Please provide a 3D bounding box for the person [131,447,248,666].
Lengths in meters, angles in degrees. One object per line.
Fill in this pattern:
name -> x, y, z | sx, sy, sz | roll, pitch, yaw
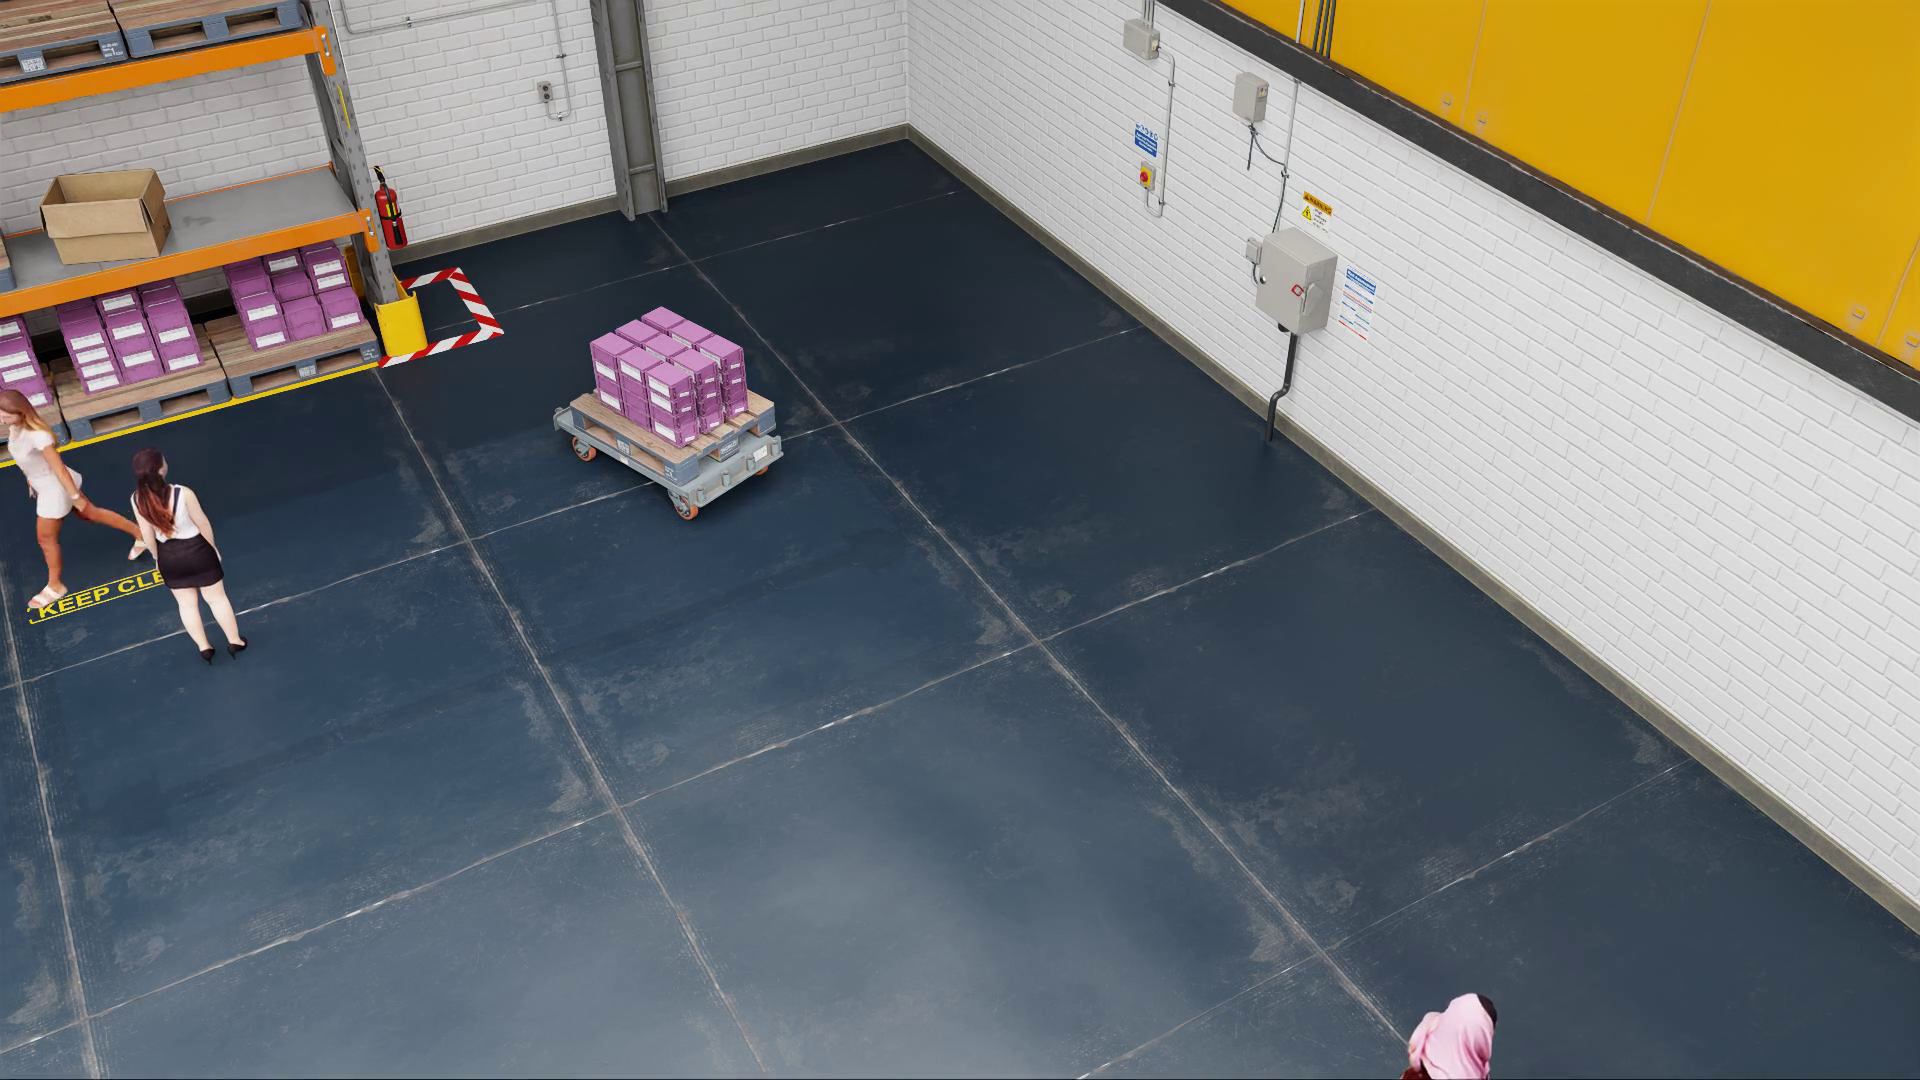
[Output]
person -> -4.943, 0.112, 10.620 | 0.532, 1.648, 0.663 | -9, 39, -11

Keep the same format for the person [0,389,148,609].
person -> -6.006, -0.365, 11.220 | 1.202, 1.646, 0.745 | -27, 46, -30

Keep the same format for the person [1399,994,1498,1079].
person -> 2.143, 2.594, 7.526 | 0.746, 1.632, 0.771 | -6, 39, -7
